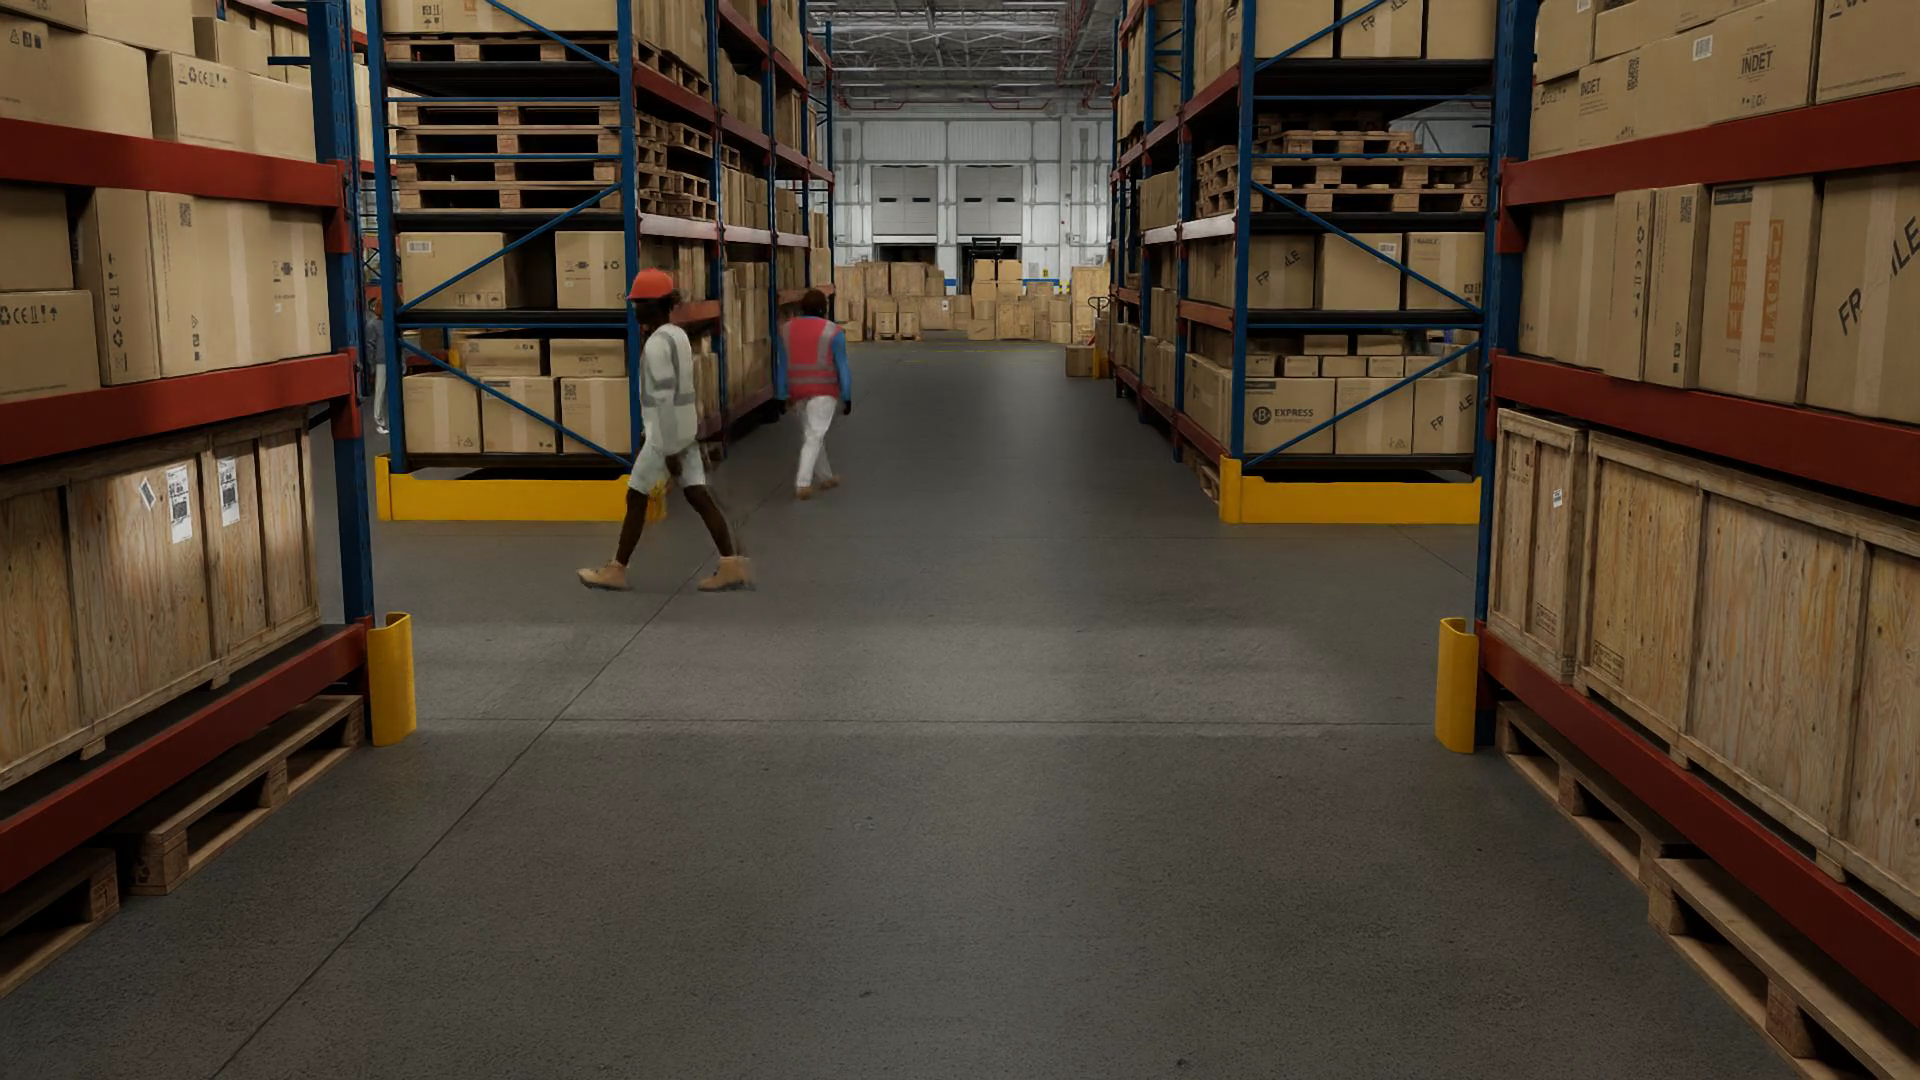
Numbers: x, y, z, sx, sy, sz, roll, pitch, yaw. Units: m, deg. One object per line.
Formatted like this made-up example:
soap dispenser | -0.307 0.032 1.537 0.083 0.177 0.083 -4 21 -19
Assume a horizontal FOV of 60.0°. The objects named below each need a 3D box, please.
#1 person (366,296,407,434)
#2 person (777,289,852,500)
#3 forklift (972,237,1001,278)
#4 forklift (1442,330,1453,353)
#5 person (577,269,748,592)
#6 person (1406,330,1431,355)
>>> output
person | -6.786 -2.072 19.728 0.284 1.625 0.491 7 12 36
person | -1.244 -1.263 14.383 0.642 1.794 0.983 4 10 23
forklift | 0.842 -8.322 53.409 1.129 2.768 1.873 0 9 1
forklift | 10.443 -4.777 32.174 1.873 2.768 1.129 0 9 1
person | -1.805 -0.647 10.135 1.076 1.990 0.606 2 10 10
person | 7.698 -3.421 27.814 0.539 1.619 0.568 -7 12 -37
